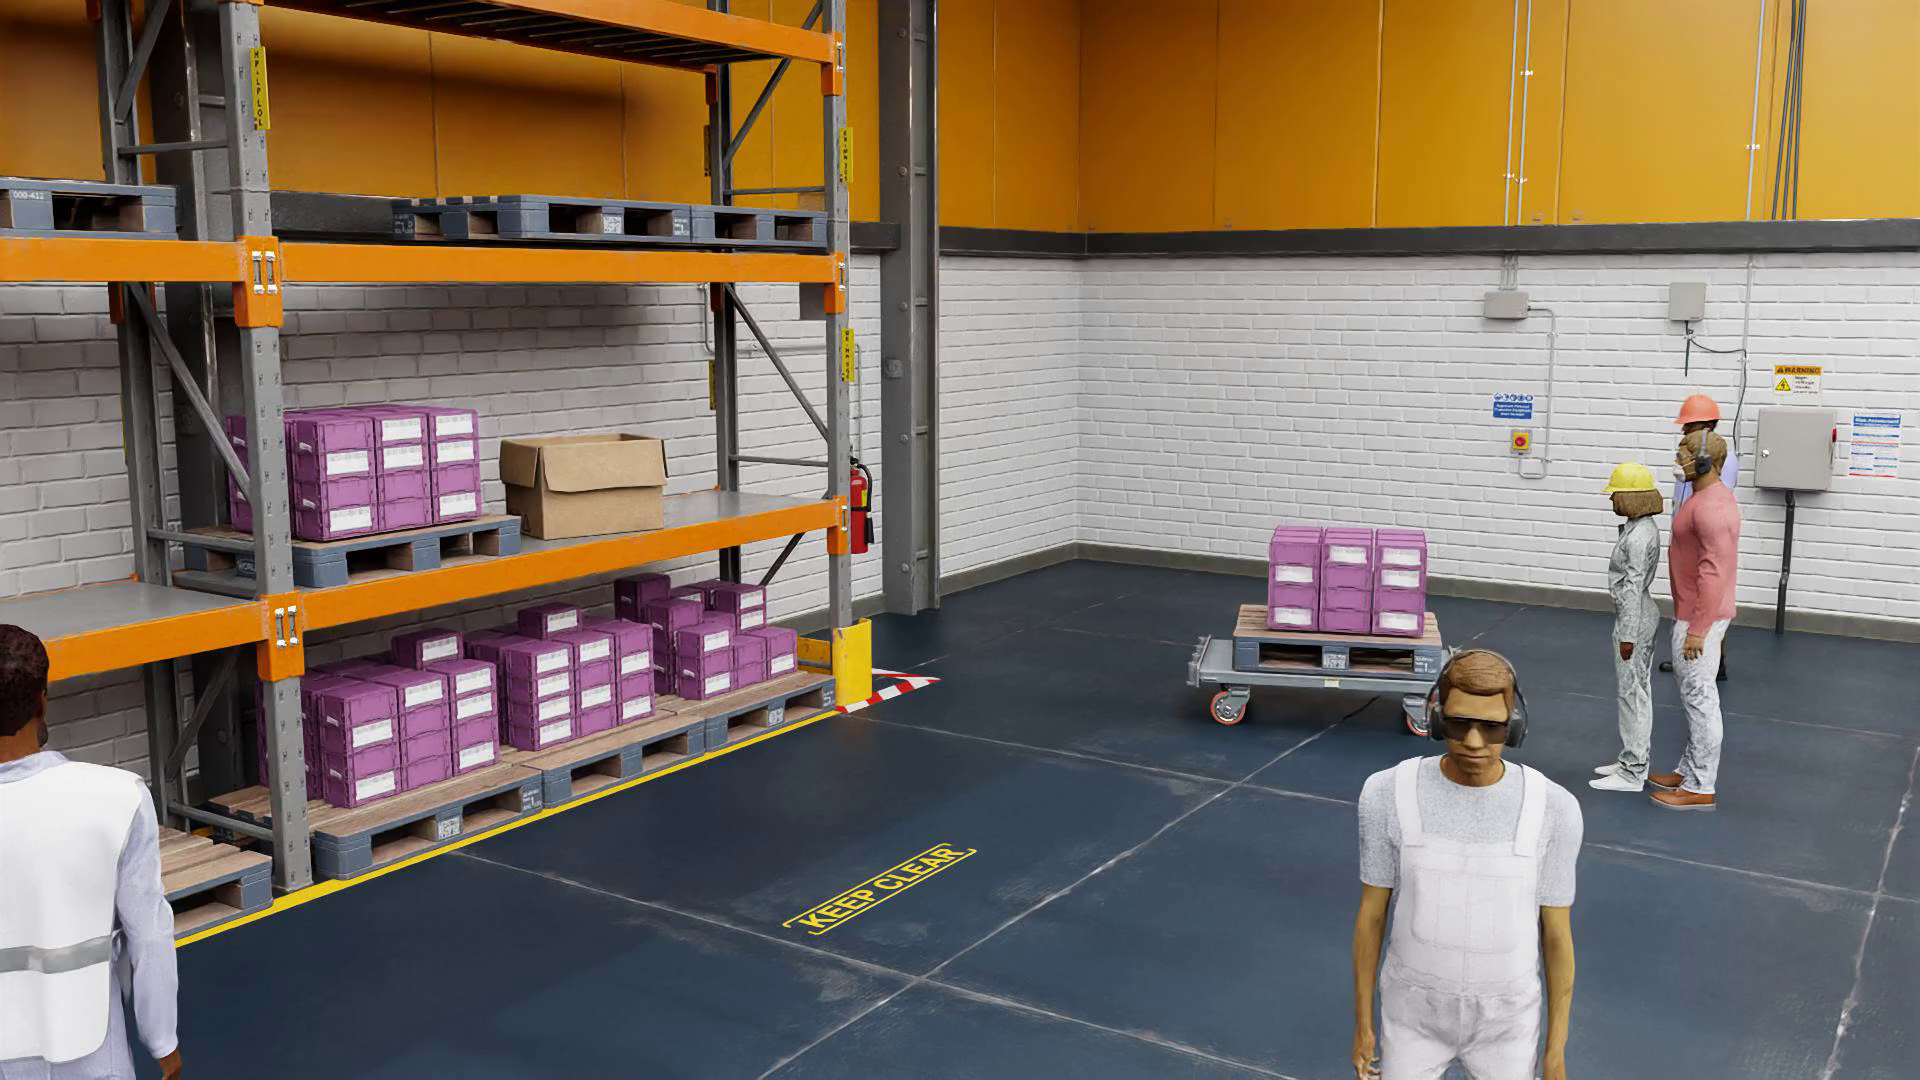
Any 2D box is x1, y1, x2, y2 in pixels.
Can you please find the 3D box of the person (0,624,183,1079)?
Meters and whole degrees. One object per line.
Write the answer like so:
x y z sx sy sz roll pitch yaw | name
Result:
-2.072 1.134 3.733 0.593 1.922 0.392 -3 9 -17 | person

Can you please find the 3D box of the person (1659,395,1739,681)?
4.946 -0.012 11.186 0.394 1.926 0.543 -2 9 -12 | person

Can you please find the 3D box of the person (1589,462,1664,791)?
3.512 0.454 8.764 0.320 1.737 0.483 4 10 24 | person

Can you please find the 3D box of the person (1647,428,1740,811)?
3.737 0.401 8.439 0.357 1.938 0.638 3 9 22 | person

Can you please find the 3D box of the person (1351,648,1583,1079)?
1.182 1.147 3.940 0.502 1.837 0.349 3 9 16 | person
